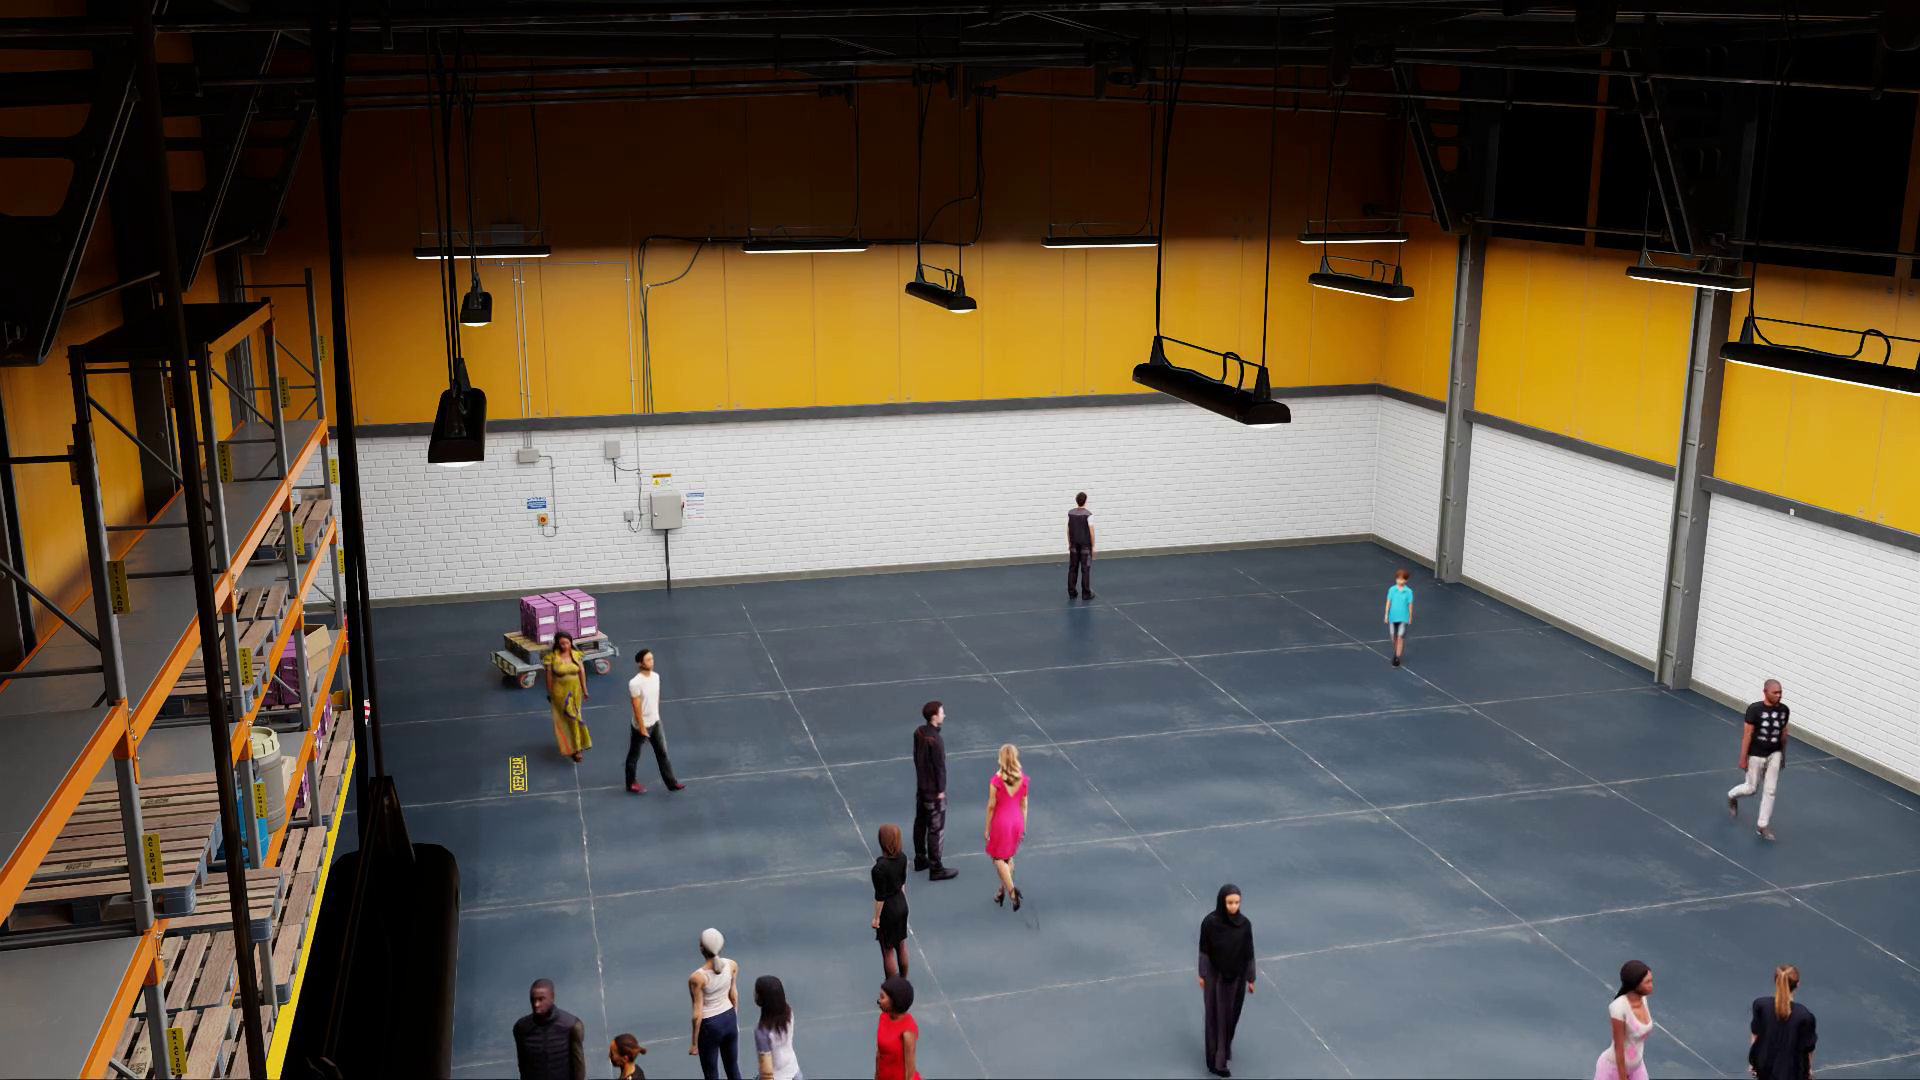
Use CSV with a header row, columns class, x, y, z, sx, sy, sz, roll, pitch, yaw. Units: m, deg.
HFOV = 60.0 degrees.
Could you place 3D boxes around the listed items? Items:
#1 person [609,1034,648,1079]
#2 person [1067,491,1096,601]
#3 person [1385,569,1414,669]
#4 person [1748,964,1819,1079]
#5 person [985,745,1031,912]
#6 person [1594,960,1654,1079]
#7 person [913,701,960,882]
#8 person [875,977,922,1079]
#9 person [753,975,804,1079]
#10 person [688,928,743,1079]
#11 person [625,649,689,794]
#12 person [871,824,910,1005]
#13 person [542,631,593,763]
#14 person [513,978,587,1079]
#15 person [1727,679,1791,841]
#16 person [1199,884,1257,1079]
class,x,y,z,sx,sy,sz,roll,pitch,yaw
person,-2.239,4.176,11.496,0.663,1.665,0.463,-2,14,-10
person,2.032,0.088,27.991,0.731,1.848,0.785,7,15,28
person,6.512,1.126,24.598,0.924,1.427,0.974,8,16,31
person,6.045,3.985,12.335,1.004,1.642,1.151,-12,18,-40
person,0.505,2.917,16.617,0.700,1.702,0.899,-7,15,-26
person,4.853,3.934,12.436,0.855,1.694,1.246,-9,16,-34
person,-0.293,2.603,17.466,0.799,1.913,0.607,-7,15,-28
person,-0.403,4.008,12.088,0.869,1.714,0.899,11,17,38
person,-1.255,4.012,12.152,1.213,1.675,1.106,9,16,33
person,-1.887,3.816,12.907,0.687,1.701,0.694,-13,19,-43
person,-3.785,2.155,19.613,1.132,1.774,1.051,9,16,32
person,-0.616,3.338,14.872,0.698,1.705,0.649,9,16,32
person,-4.971,1.927,20.906,1.133,1.609,1.472,-10,17,-36
person,-2.894,3.973,12.014,0.896,1.816,1.150,1,14,4
person,8.934,2.399,18.581,0.772,1.785,1.068,-1,14,-4
person,2.218,3.607,13.950,0.719,1.617,0.992,-1,14,-5
